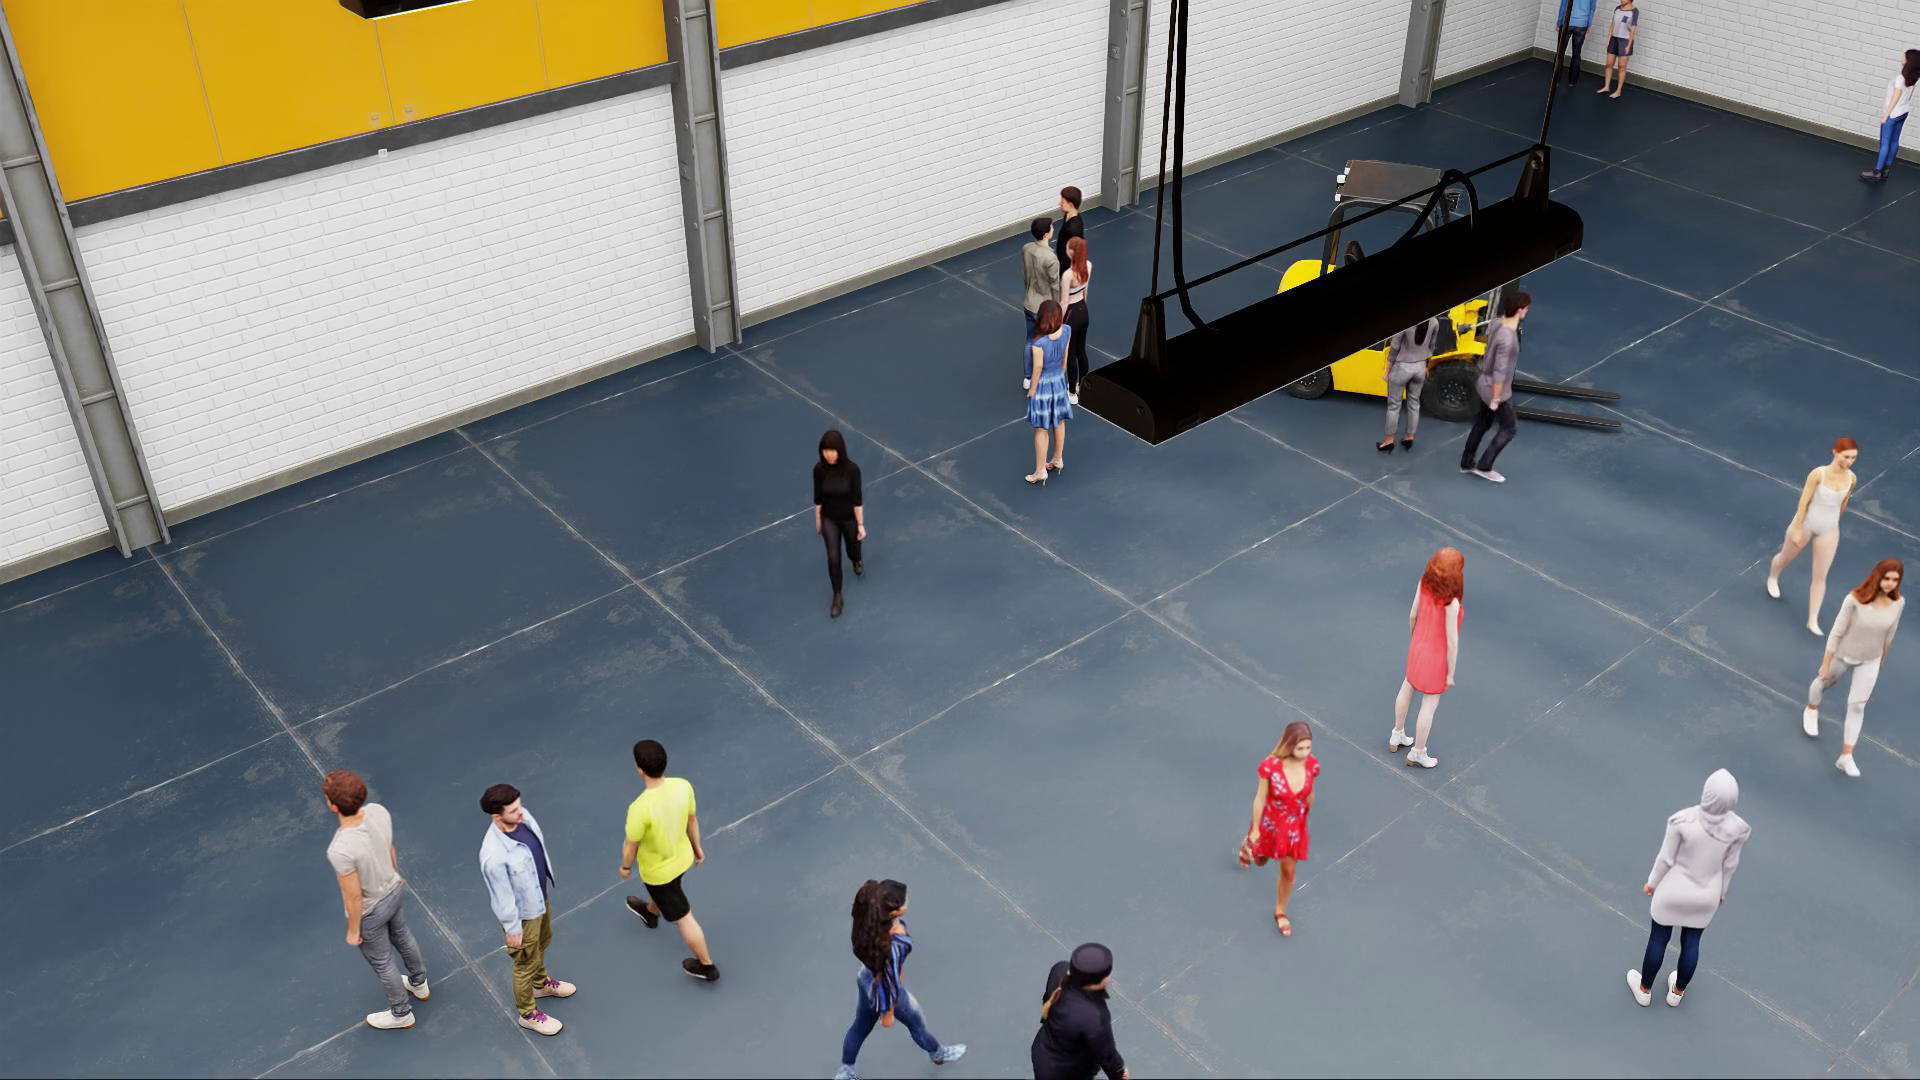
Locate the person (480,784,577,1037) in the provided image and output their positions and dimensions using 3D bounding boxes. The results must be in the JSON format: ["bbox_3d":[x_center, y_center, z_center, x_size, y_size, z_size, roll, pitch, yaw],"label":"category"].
[{"bbox_3d":[-2.571,2.136,9.785,0.813,1.811,0.749,3,34,5],"label":"person"}]

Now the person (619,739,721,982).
[{"bbox_3d":[-1.732,1.997,10.136,0.879,1.654,1.127,21,39,29],"label":"person"}]

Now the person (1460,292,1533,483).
[{"bbox_3d":[4.761,-1.385,15.064,0.861,1.831,0.803,3,34,4],"label":"person"}]

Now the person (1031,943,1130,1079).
[{"bbox_3d":[0.504,2.806,8.923,0.878,1.650,0.839,-9,35,-14],"label":"person"}]

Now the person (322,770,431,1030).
[{"bbox_3d":[-3.437,2.109,9.749,0.808,1.896,0.704,8,34,11],"label":"person"}]

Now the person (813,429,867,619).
[{"bbox_3d":[-0.951,-0.202,13.472,0.931,1.624,0.979,2,34,3],"label":"person"}]

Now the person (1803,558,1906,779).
[{"bbox_3d":[6.383,0.789,11.945,1.043,1.663,1.145,5,34,8],"label":"person"}]

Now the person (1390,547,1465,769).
[{"bbox_3d":[3.309,0.825,11.743,0.595,1.828,0.645,-14,36,-20],"label":"person"}]

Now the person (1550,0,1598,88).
[{"bbox_3d":[9.018,-7.592,24.412,0.745,1.820,0.763,9,35,13],"label":"person"}]

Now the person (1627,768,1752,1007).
[{"bbox_3d":[4.330,2.086,9.893,0.694,1.775,0.733,6,34,9],"label":"person"}]

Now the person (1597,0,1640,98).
[{"bbox_3d":[9.590,-7.242,24.118,0.546,1.564,0.594,-20,39,-28],"label":"person"}]

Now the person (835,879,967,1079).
[{"bbox_3d":[-0.501,2.558,9.369,1.110,1.570,0.835,-13,36,-19],"label":"person"}]

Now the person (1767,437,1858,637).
[{"bbox_3d":[6.822,-0.119,13.368,0.980,1.601,1.066,4,34,5],"label":"person"}]

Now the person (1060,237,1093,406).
[{"bbox_3d":[1.130,-2.161,16.315,0.674,1.740,0.501,27,42,34],"label":"person"}]

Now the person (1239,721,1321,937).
[{"bbox_3d":[2.014,1.749,10.582,0.949,1.575,0.925,-5,34,-7],"label":"person"}]

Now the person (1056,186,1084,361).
[{"bbox_3d":[1.133,-2.744,17.083,0.779,1.861,0.765,-3,34,-4],"label":"person"}]

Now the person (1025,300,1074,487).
[{"bbox_3d":[0.791,-1.340,15.020,0.754,1.806,0.545,26,42,34],"label":"person"}]

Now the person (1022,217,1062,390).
[{"bbox_3d":[0.790,-2.308,16.422,0.593,1.865,0.716,-22,39,-29],"label":"person"}]

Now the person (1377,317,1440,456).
[{"bbox_3d":[4.163,-1.566,15.476,0.667,1.678,0.776,-8,34,-12],"label":"person"}]

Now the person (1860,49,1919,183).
[{"bbox_3d":[11.963,-5.425,21.274,0.490,1.685,0.684,-20,39,-28],"label":"person"}]
